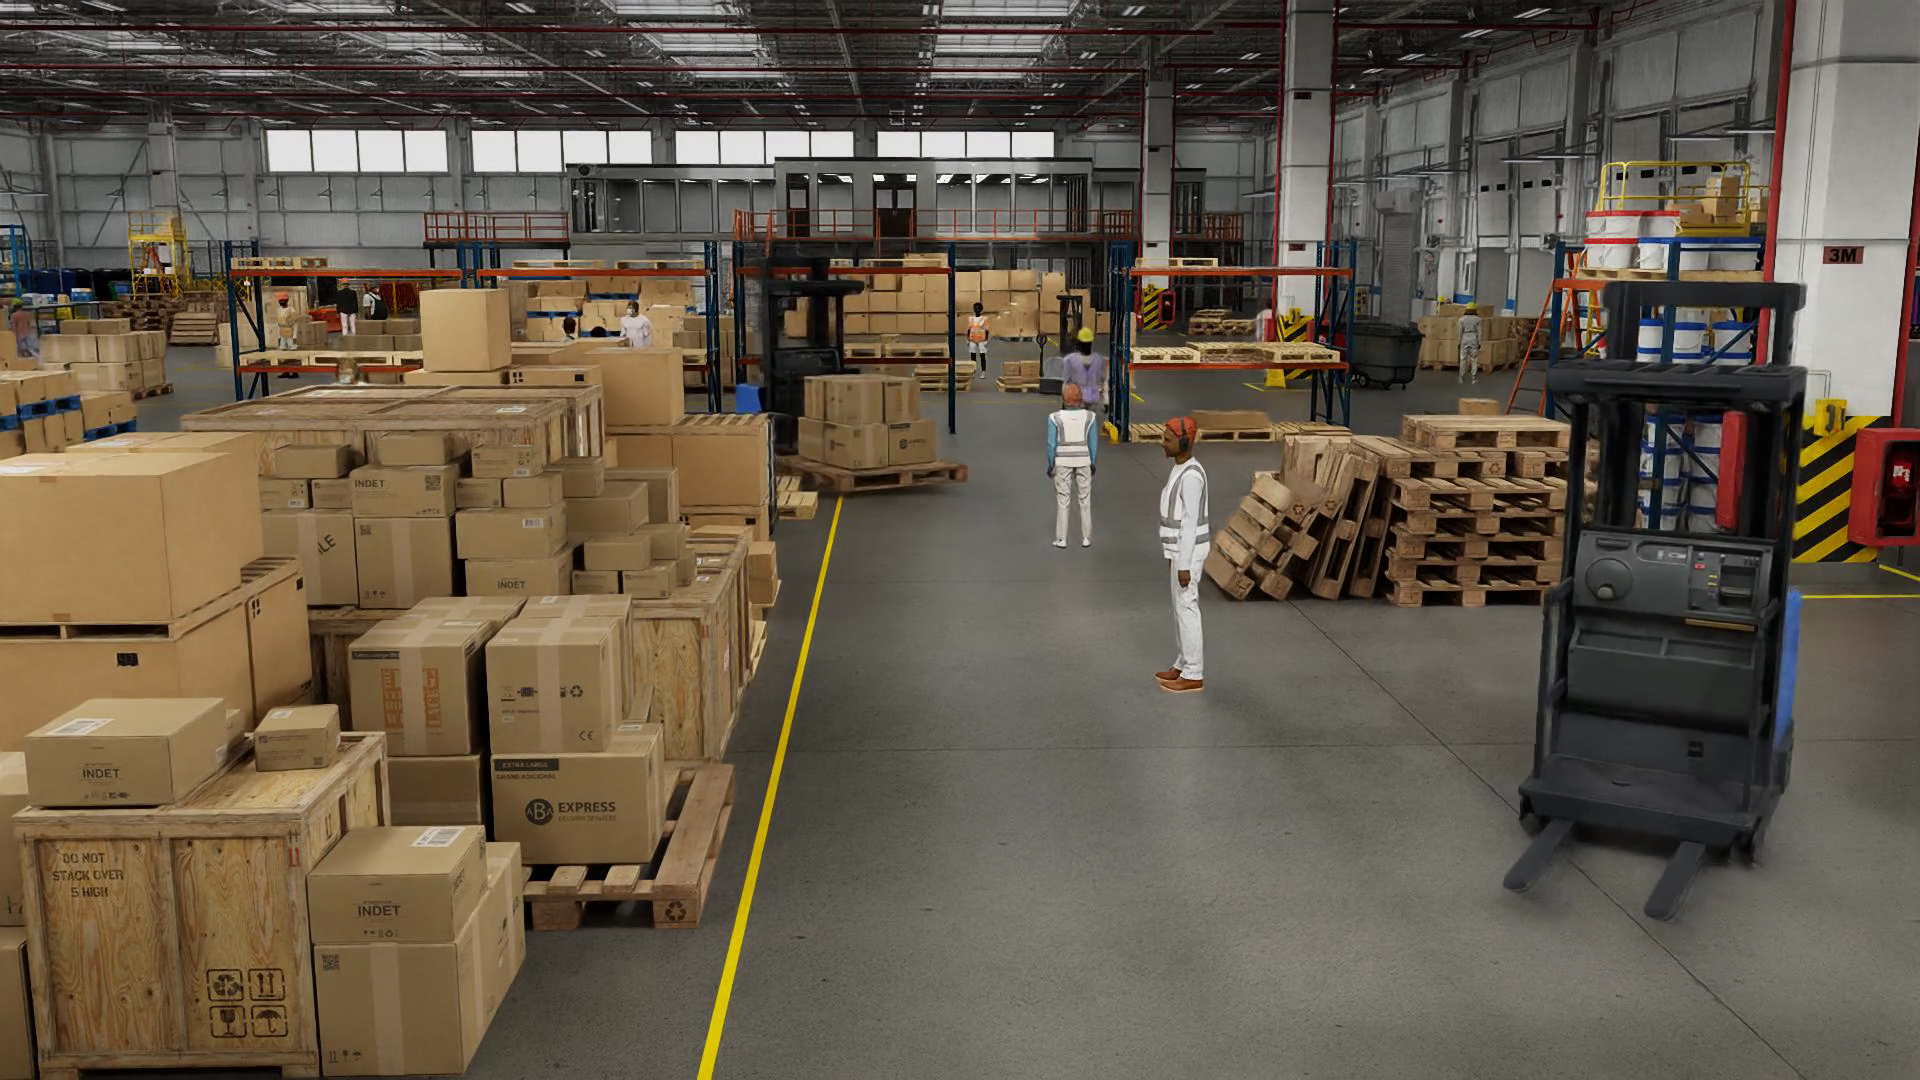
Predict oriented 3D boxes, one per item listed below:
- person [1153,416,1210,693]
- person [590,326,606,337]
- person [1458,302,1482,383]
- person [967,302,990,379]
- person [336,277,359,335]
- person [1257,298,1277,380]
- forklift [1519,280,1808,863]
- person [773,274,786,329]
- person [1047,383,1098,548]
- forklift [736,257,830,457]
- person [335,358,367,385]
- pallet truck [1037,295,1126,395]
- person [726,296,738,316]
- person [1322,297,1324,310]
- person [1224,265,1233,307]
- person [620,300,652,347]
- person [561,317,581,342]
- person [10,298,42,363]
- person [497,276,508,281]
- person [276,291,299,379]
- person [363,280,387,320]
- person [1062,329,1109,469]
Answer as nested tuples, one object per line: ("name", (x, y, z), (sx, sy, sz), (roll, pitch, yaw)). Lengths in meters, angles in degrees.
("person", (1.510, 0.098, 11.248), (0.351, 1.878, 0.569), (1, 10, 3))
("person", (-4.898, -1.925, 22.432), (0.595, 1.908, 0.392), (3, 11, 16))
("person", (10.968, -4.245, 35.800), (0.494, 1.741, 0.308), (4, 11, 21))
("person", (0.392, -4.414, 36.861), (0.537, 1.700, 0.317), (4, 11, 23))
("person", (-17.796, -6.619, 48.320), (0.612, 1.995, 0.376), (-7, 12, -32))
("person", (6.814, -4.402, 36.499), (0.620, 1.818, 0.848), (6, 12, 31))
("forklift", (3.870, 0.019, 8.874), (1.129, 2.768, 1.873), (6, 12, 32))
("person", (-6.310, -8.259, 57.689), (0.802, 1.903, 0.566), (-5, 12, -28))
("person", (1.116, -0.725, 16.504), (0.523, 1.648, 0.311), (-2, 10, -8))
("forklift", (-2.211, -2.396, 22.326), (1.129, 2.768, 1.873), (-6, 12, -30))
("person", (-6.177, -0.930, 17.017), (0.651, 1.881, 0.869), (0, 10, 0))
("pallet truck", (2.483, -3.881, 33.060), (1.885, 1.965, 0.823), (-7, 13, -36))
("person", (-4.872, -4.373, 36.155), (0.331, 1.874, 0.519), (6, 12, 30))
("person", (9.193, -5.691, 43.282), (0.614, 1.945, 0.404), (1, 10, 6))
("person", (12.630, -11.903, 77.947), (0.614, 1.925, 0.940), (4, 11, 21))
("person", (-6.144, -3.573, 31.518), (0.629, 1.937, 0.379), (3, 11, 17))
("person", (-6.178, -2.636, 26.548), (0.328, 1.844, 0.511), (5, 11, 26))
("person", (-21.838, -4.781, 38.797), (0.796, 1.738, 0.533), (5, 11, 27))
("person", (-20.142, -11.010, 73.132), (0.579, 1.879, 0.363), (-5, 11, -26))
("person", (-14.955, -4.548, 36.941), (0.546, 1.939, 0.375), (5, 11, 25))
("person", (-15.241, -5.769, 43.461), (0.538, 2.000, 0.683), (1, 10, 8))
("person", (1.698, -1.899, 22.362), (0.604, 1.871, 0.980), (-2, 10, -8))
